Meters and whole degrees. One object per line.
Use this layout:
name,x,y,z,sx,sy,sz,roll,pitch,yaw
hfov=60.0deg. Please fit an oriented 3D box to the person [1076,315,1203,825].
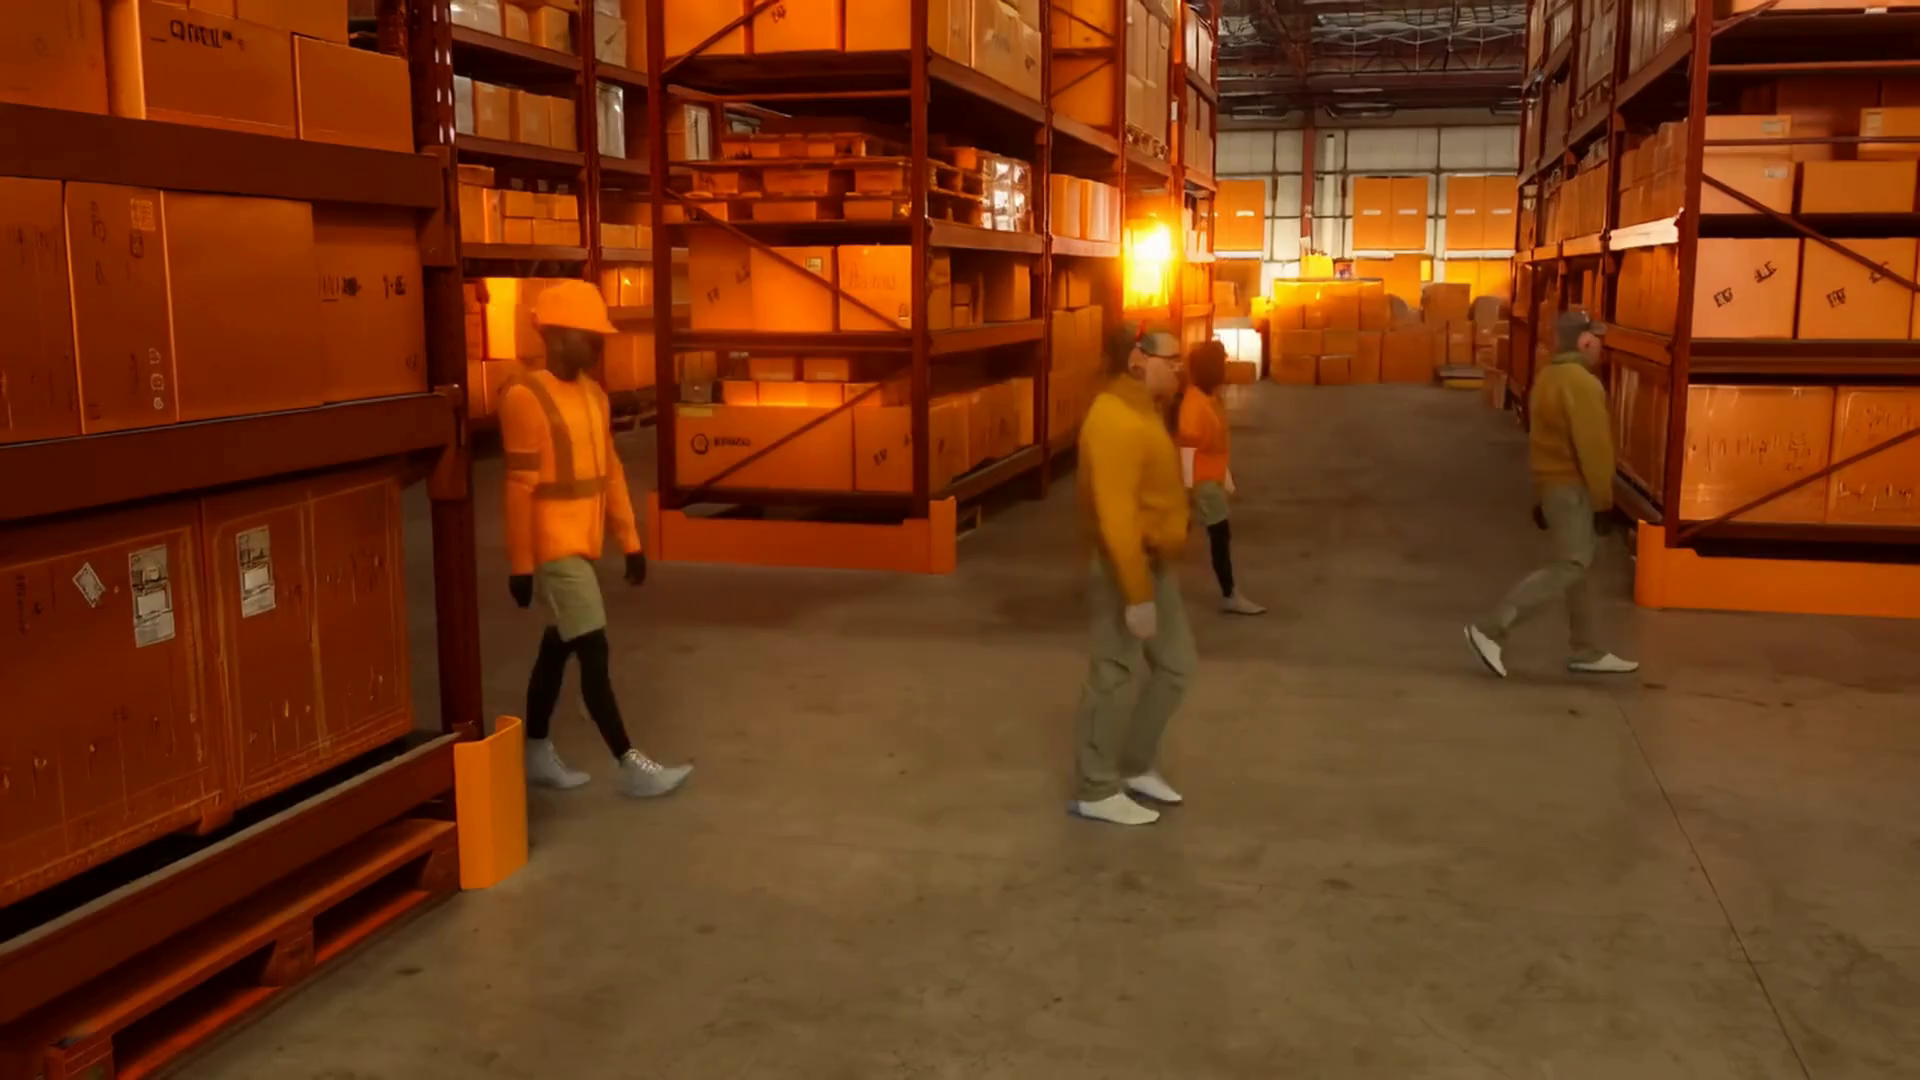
person,0.670,0.124,6.117,0.524,1.886,0.688,2,9,15

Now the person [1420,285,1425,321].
person,13.718,-6.662,49.144,0.628,1.918,0.559,2,9,12

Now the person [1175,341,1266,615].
person,1.399,-0.378,10.058,0.871,1.658,0.542,2,9,13

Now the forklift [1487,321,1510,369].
forklift,11.971,-4.778,34.126,1.129,2.768,1.873,-8,12,-42

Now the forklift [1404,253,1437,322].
forklift,14.923,-7.899,53.958,1.129,2.768,1.873,-2,9,-11

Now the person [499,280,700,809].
person,-1.369,0.025,6.377,0.897,2.004,0.622,2,9,14

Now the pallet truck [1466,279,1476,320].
pallet truck,18.896,-8.459,60.307,1.885,1.965,0.823,5,10,31

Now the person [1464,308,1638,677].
person,3.022,-0.227,8.381,0.868,1.880,0.642,1,9,5

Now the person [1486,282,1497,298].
person,18.006,-7.833,56.674,1.040,1.882,0.652,-1,9,-6
